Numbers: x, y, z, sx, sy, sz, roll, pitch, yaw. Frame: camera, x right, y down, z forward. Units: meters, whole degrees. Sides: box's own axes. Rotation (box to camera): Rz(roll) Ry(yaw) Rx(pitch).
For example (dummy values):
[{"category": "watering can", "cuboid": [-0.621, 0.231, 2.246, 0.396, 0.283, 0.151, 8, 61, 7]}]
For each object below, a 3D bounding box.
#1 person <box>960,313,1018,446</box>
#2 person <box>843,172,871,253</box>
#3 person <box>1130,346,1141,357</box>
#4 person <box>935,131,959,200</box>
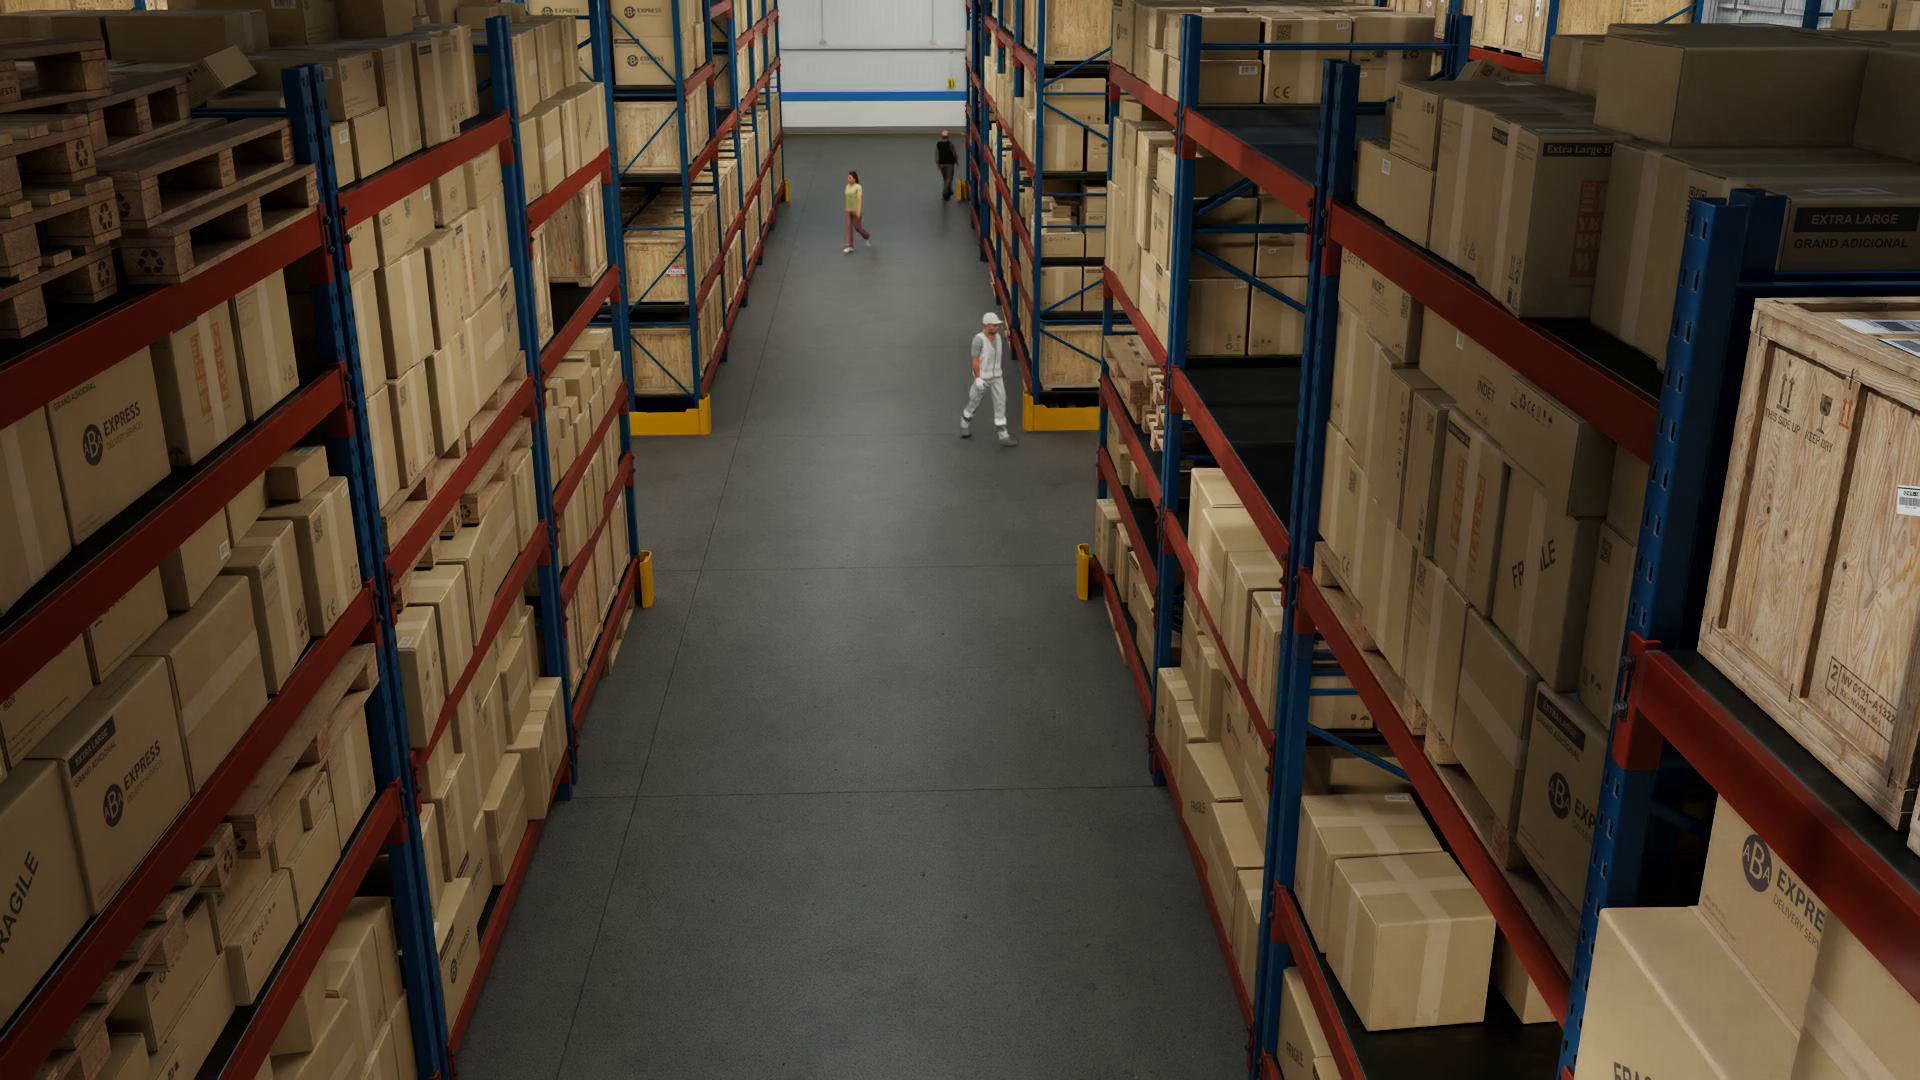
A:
[{"category": "person", "cuboid": [0.379, -2.181, 22.318, 0.523, 1.764, 0.995, -13, 24, -31]}, {"category": "person", "cuboid": [-2.252, -6.995, 35.375, 0.457, 1.664, 0.783, 12, 24, 29]}, {"category": "person", "cuboid": [2.232, -1.721, 21.213, 0.697, 1.685, 0.485, -14, 24, -32]}, {"category": "person", "cuboid": [-0.295, -9.486, 41.996, 0.539, 1.688, 0.910, 12, 23, 28]}]
